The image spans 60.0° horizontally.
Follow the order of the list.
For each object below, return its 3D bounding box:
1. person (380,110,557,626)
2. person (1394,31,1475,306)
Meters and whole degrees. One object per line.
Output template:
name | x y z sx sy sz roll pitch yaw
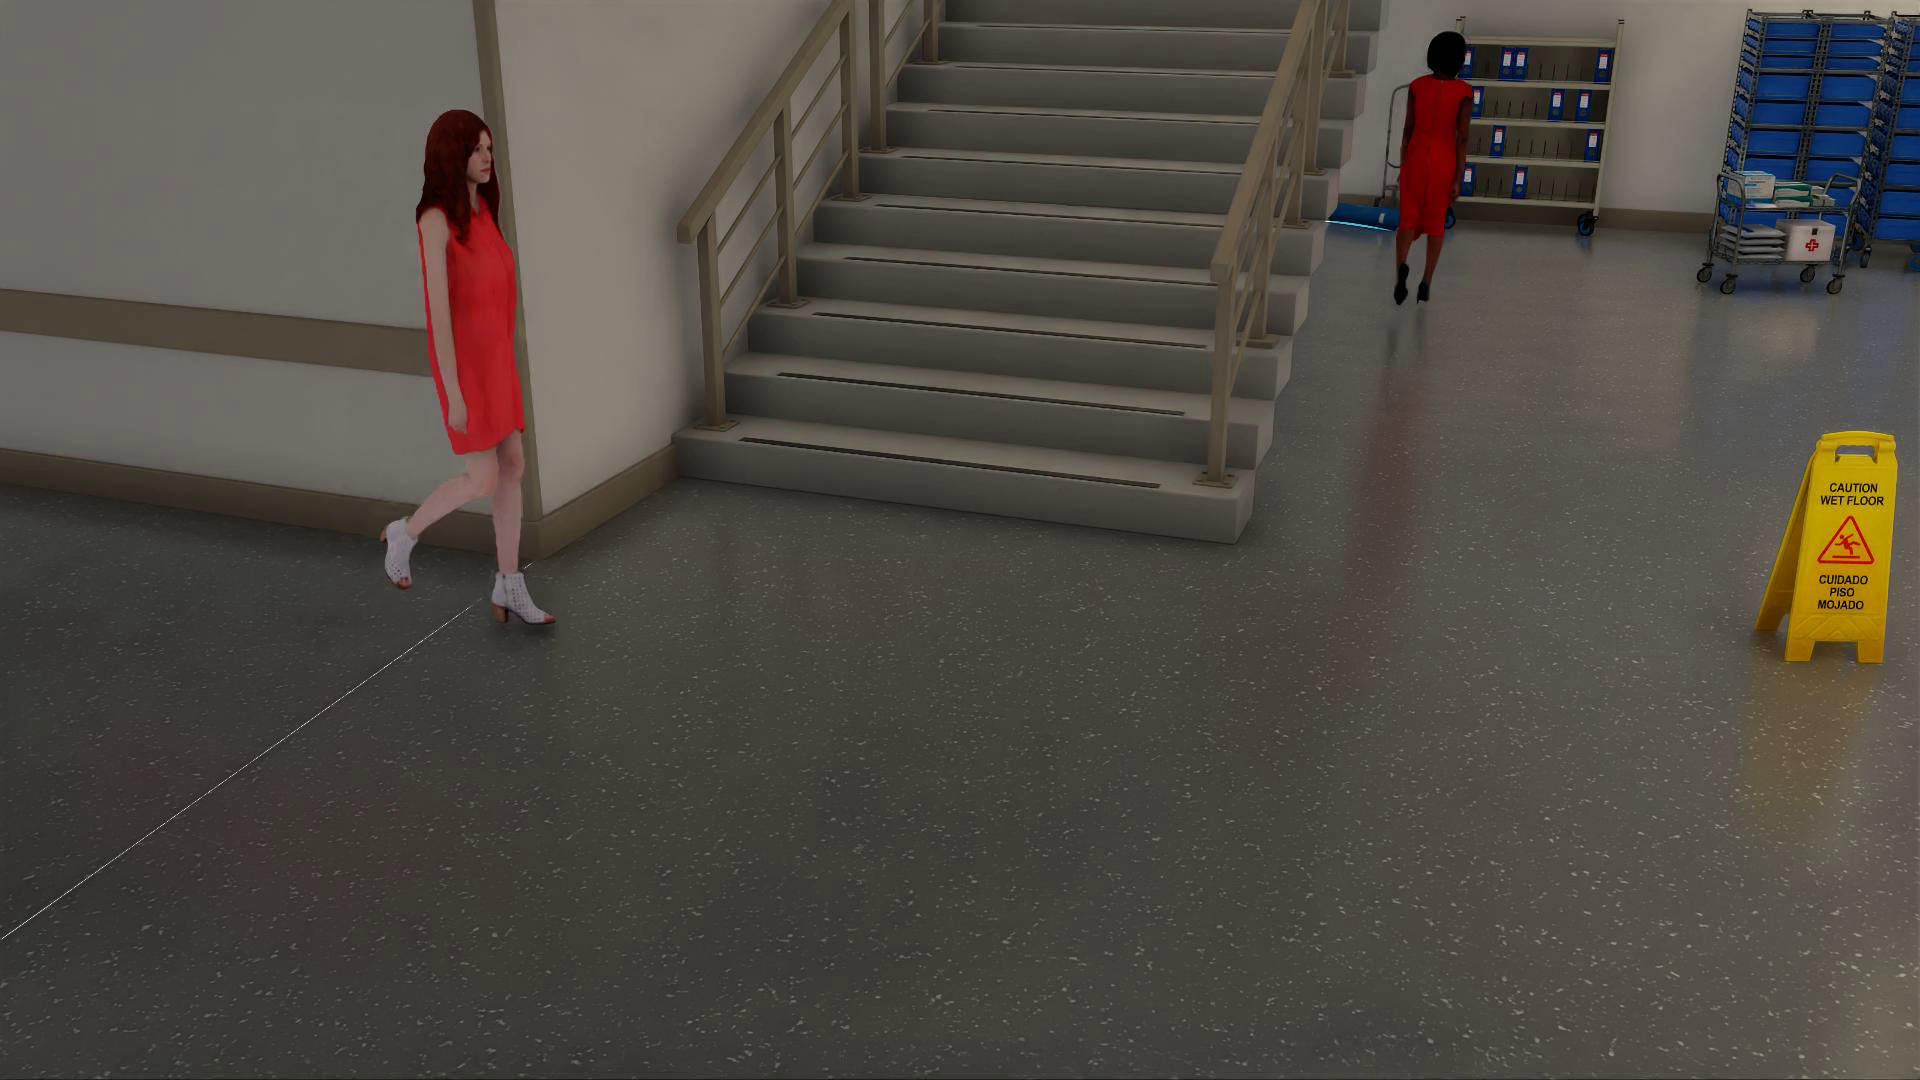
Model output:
person | -1.753 -0.543 5.747 0.730 1.811 0.837 5 21 12
person | 2.924 -2.271 10.442 0.609 1.718 1.033 8 22 21
